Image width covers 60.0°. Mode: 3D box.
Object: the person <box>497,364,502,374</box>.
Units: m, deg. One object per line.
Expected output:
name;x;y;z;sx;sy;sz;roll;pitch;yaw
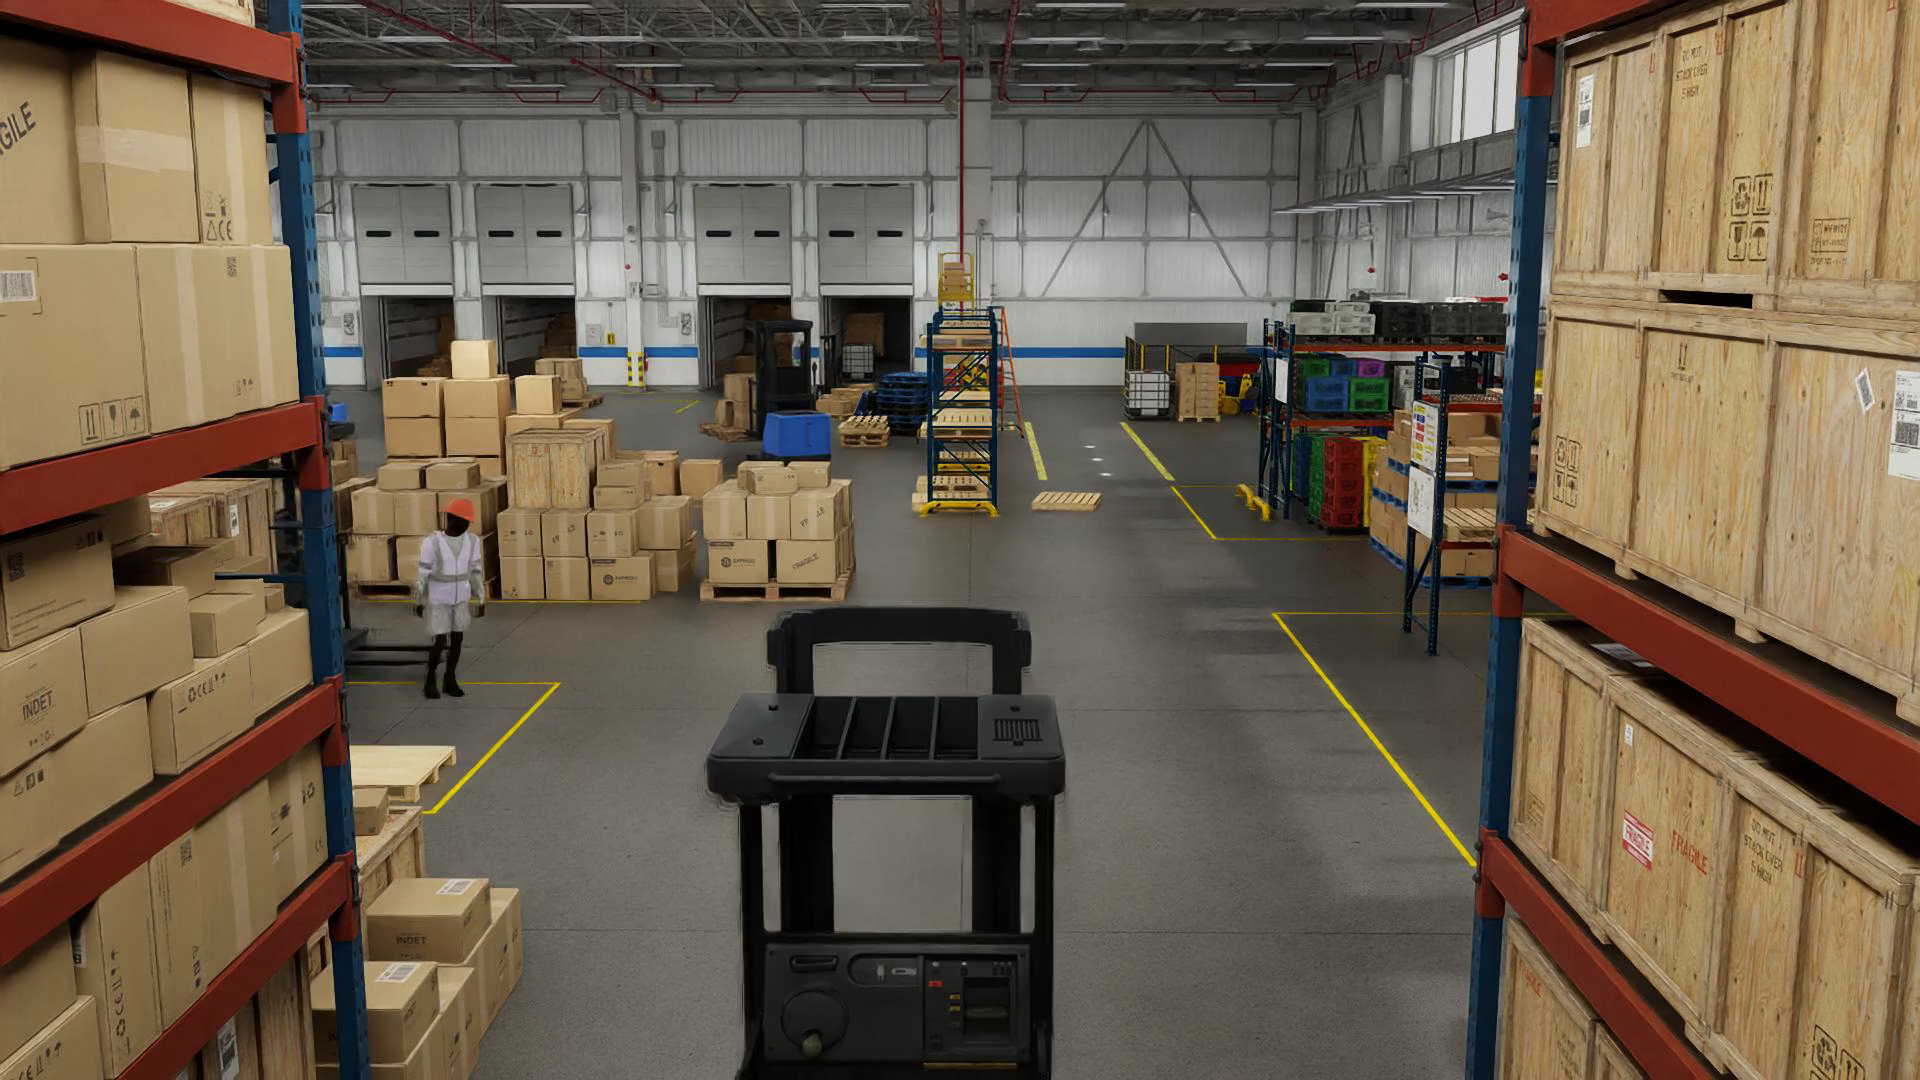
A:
person;-9.257;-2.569;33.237;0.631;1.940;0.372;8;13;39

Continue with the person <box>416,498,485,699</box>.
person;-4.697;0.544;15.408;0.563;1.890;0.543;-8;13;-39

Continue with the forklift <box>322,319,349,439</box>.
forklift;-13.003;-2.989;32.947;1.129;2.768;1.873;0;10;1

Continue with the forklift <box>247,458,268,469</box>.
forklift;-7.174;-0.138;16.499;1.873;2.768;1.129;0;10;1

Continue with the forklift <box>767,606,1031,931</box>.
forklift;-0.212;1.645;6.214;1.129;2.768;1.873;0;10;1

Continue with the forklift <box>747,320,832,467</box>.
forklift;-3.285;-2.819;31.965;1.129;2.768;1.873;-5;11;-25

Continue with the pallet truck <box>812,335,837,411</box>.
pallet truck;-3.021;-4.312;43.126;1.885;1.965;0.823;3;10;17
